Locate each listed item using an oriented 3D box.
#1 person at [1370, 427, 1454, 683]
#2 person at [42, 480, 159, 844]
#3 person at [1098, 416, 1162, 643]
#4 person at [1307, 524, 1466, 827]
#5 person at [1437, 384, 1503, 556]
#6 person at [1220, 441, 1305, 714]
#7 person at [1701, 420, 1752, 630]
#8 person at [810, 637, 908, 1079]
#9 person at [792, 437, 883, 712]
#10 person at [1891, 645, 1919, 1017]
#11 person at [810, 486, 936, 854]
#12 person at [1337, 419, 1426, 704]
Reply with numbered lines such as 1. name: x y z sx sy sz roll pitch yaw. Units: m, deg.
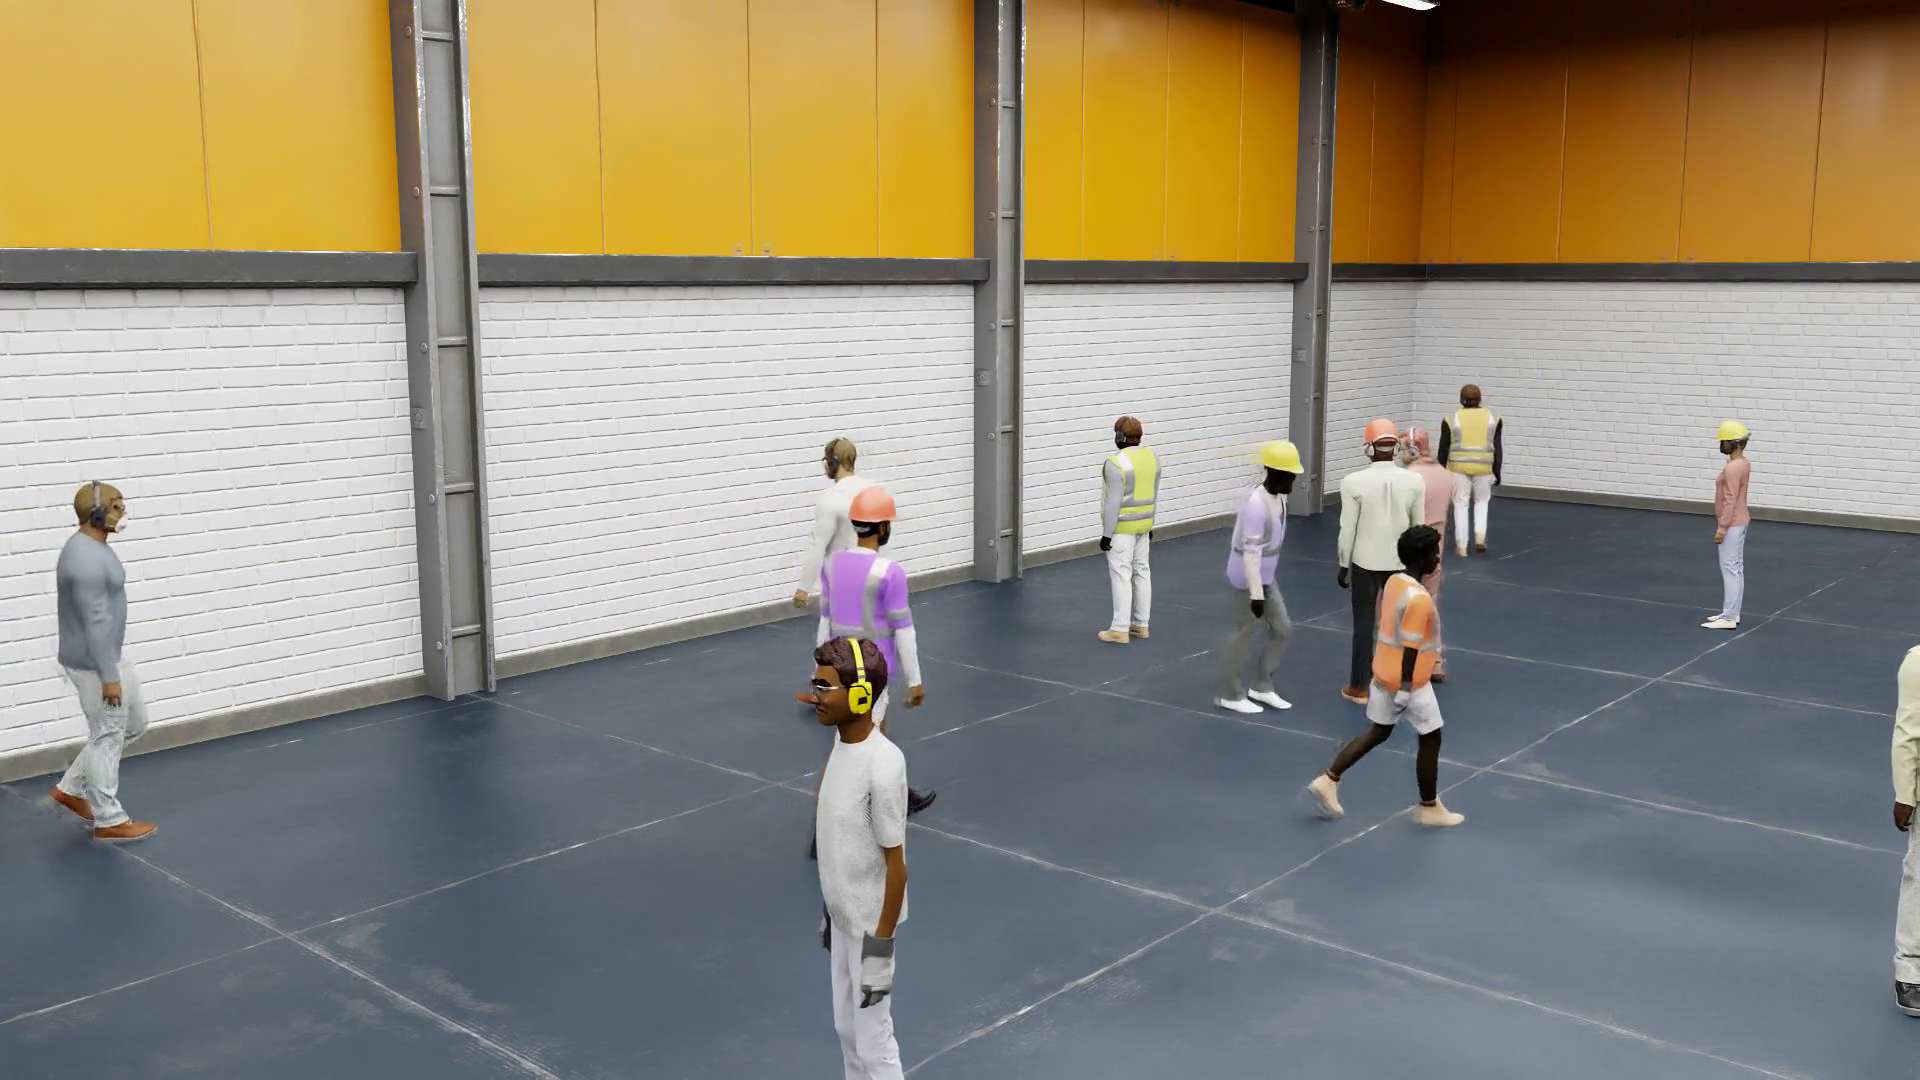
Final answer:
1. person: 3.293 0.107 12.200 0.689 1.873 0.625 -7 11 -37
2. person: -4.485 0.646 8.656 0.465 1.924 0.639 -4 10 -22
3. person: 1.353 -0.088 13.536 0.429 1.842 0.637 9 13 44
4. person: 2.312 0.732 8.945 0.785 1.664 0.531 -1 9 -6
5. person: 5.403 -0.738 17.659 0.655 1.829 0.449 1 9 9
6. person: 2.022 0.265 11.158 0.622 1.885 0.611 5 10 28
7. person: 6.478 -0.126 14.017 0.313 1.767 0.523 6 11 34
8. person: -0.334 1.219 5.240 0.325 1.871 0.524 -4 10 -23
9. person: -0.861 0.274 11.036 0.880 1.901 0.650 4 10 23
10. person: 4.045 1.012 6.654 0.586 1.834 0.403 1 9 8
11. person: -0.473 0.657 8.736 0.567 1.882 1.014 8 12 43
12. person: 2.919 0.151 11.569 0.608 1.990 0.385 -1 9 -4
